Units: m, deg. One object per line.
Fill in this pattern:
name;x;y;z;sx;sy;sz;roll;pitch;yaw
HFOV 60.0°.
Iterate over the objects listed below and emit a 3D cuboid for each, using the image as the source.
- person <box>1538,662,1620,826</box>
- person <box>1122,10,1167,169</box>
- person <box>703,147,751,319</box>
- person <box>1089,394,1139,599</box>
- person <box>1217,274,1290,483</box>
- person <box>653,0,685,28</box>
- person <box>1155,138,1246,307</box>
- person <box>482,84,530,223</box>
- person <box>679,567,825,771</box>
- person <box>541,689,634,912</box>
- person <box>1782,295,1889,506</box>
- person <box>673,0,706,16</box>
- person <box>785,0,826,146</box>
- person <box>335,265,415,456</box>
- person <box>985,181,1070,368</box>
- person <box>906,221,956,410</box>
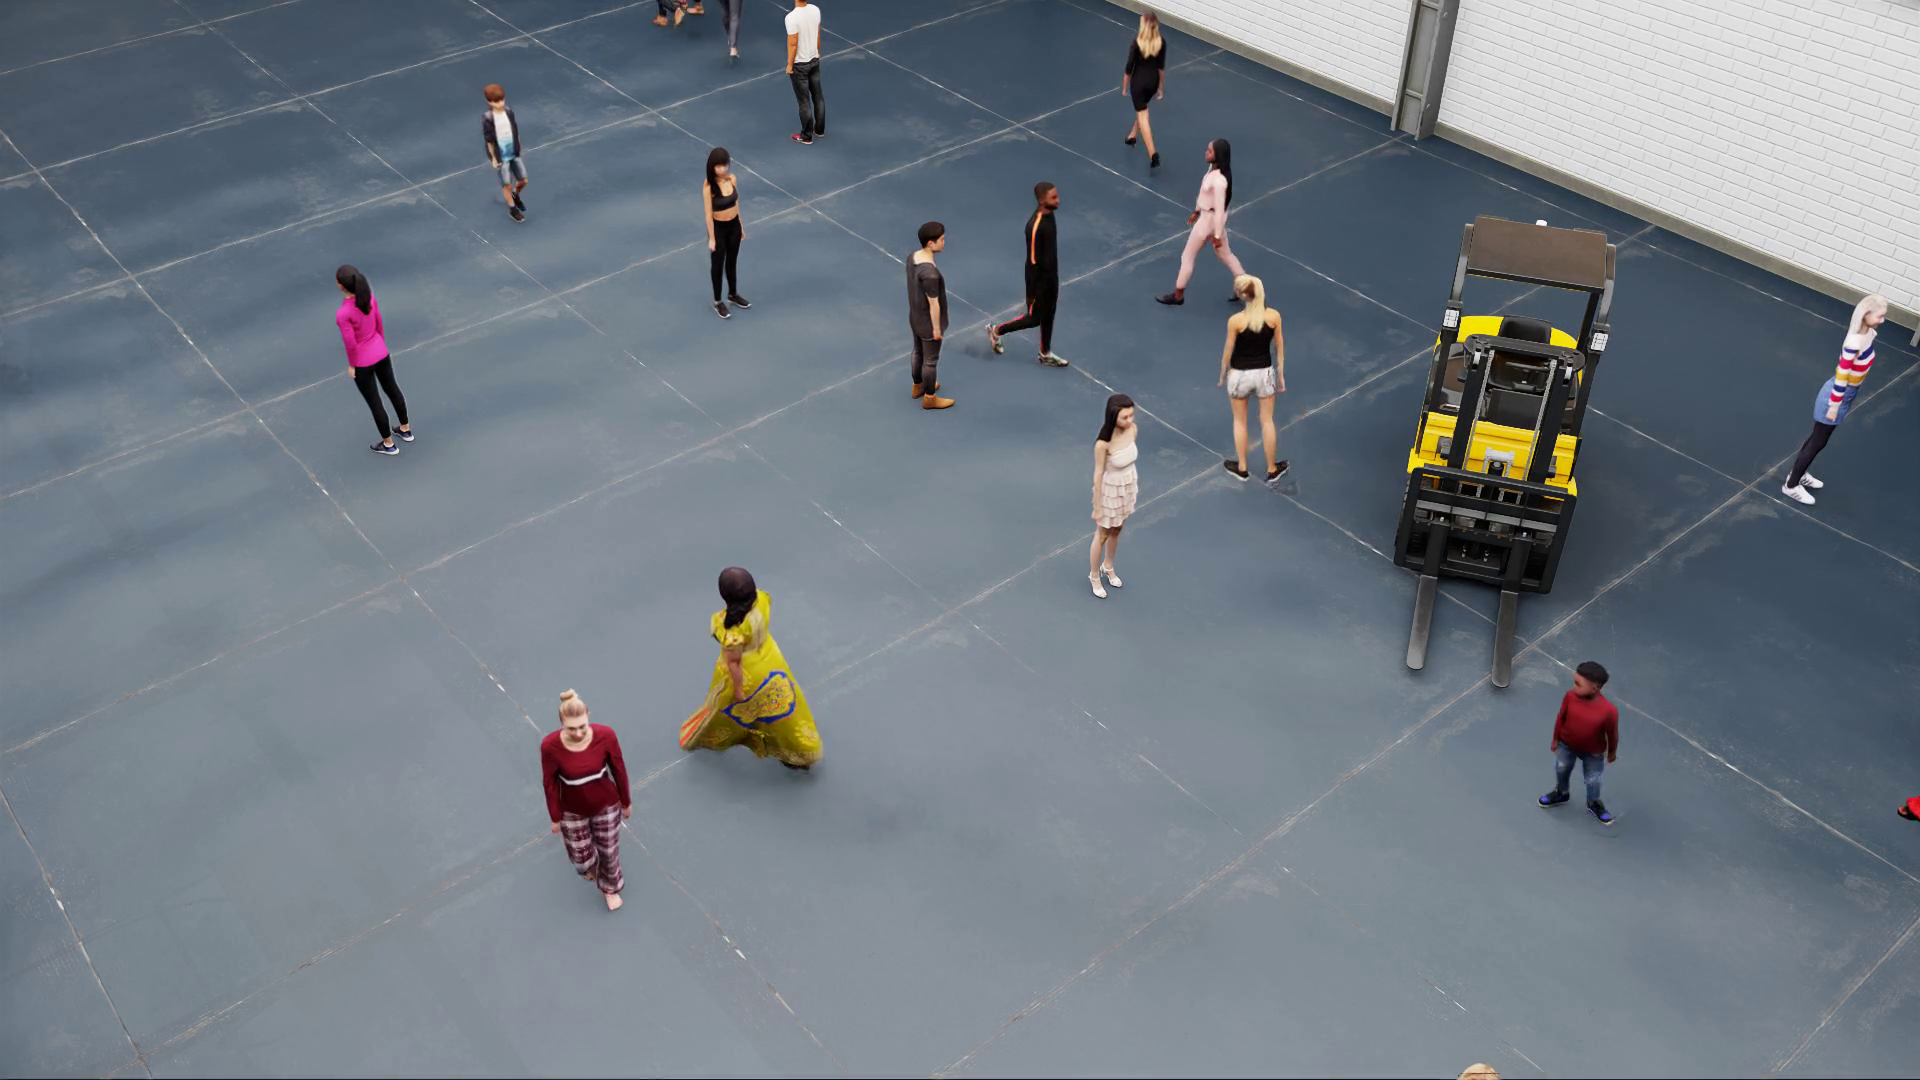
person;3.971;1.264;10.476;0.530;1.233;0.755;18;42;21
person;1.996;-4.751;17.686;0.831;1.635;1.161;-13;40;-16
person;-2.176;-2.859;15.312;0.517;1.642;0.567;32;48;33
person;1.113;-0.327;12.067;0.586;1.735;0.530;-30;48;-32
person;2.357;-1.264;13.174;0.887;1.817;0.895;6;39;7
person;-3.711;-7.161;20.701;0.989;1.638;0.879;23;44;26
person;2.409;-2.889;15.318;1.212;1.681;1.116;5;39;6
person;-4.622;-3.921;16.806;0.537;1.436;0.574;-30;48;-32
person;-1.275;0.874;10.678;1.343;1.600;1.033;19;42;22
person;-2.200;1.509;9.803;0.741;1.690;0.773;-14;41;-17
person;6.855;-1.124;13.006;0.584;1.808;0.695;25;45;28
person;-3.433;-7.480;20.979;0.904;1.791;0.839;15;41;18
person;-1.689;-5.231;18.160;0.598;1.805;0.675;27;46;29
person;-4.800;-1.474;13.541;0.689;1.698;0.675;16;41;19
person;0.615;-2.312;14.508;1.094;1.790;0.917;14;41;17
person;-0.289;-1.902;14.058;0.735;1.711;0.583;-15;41;-18
